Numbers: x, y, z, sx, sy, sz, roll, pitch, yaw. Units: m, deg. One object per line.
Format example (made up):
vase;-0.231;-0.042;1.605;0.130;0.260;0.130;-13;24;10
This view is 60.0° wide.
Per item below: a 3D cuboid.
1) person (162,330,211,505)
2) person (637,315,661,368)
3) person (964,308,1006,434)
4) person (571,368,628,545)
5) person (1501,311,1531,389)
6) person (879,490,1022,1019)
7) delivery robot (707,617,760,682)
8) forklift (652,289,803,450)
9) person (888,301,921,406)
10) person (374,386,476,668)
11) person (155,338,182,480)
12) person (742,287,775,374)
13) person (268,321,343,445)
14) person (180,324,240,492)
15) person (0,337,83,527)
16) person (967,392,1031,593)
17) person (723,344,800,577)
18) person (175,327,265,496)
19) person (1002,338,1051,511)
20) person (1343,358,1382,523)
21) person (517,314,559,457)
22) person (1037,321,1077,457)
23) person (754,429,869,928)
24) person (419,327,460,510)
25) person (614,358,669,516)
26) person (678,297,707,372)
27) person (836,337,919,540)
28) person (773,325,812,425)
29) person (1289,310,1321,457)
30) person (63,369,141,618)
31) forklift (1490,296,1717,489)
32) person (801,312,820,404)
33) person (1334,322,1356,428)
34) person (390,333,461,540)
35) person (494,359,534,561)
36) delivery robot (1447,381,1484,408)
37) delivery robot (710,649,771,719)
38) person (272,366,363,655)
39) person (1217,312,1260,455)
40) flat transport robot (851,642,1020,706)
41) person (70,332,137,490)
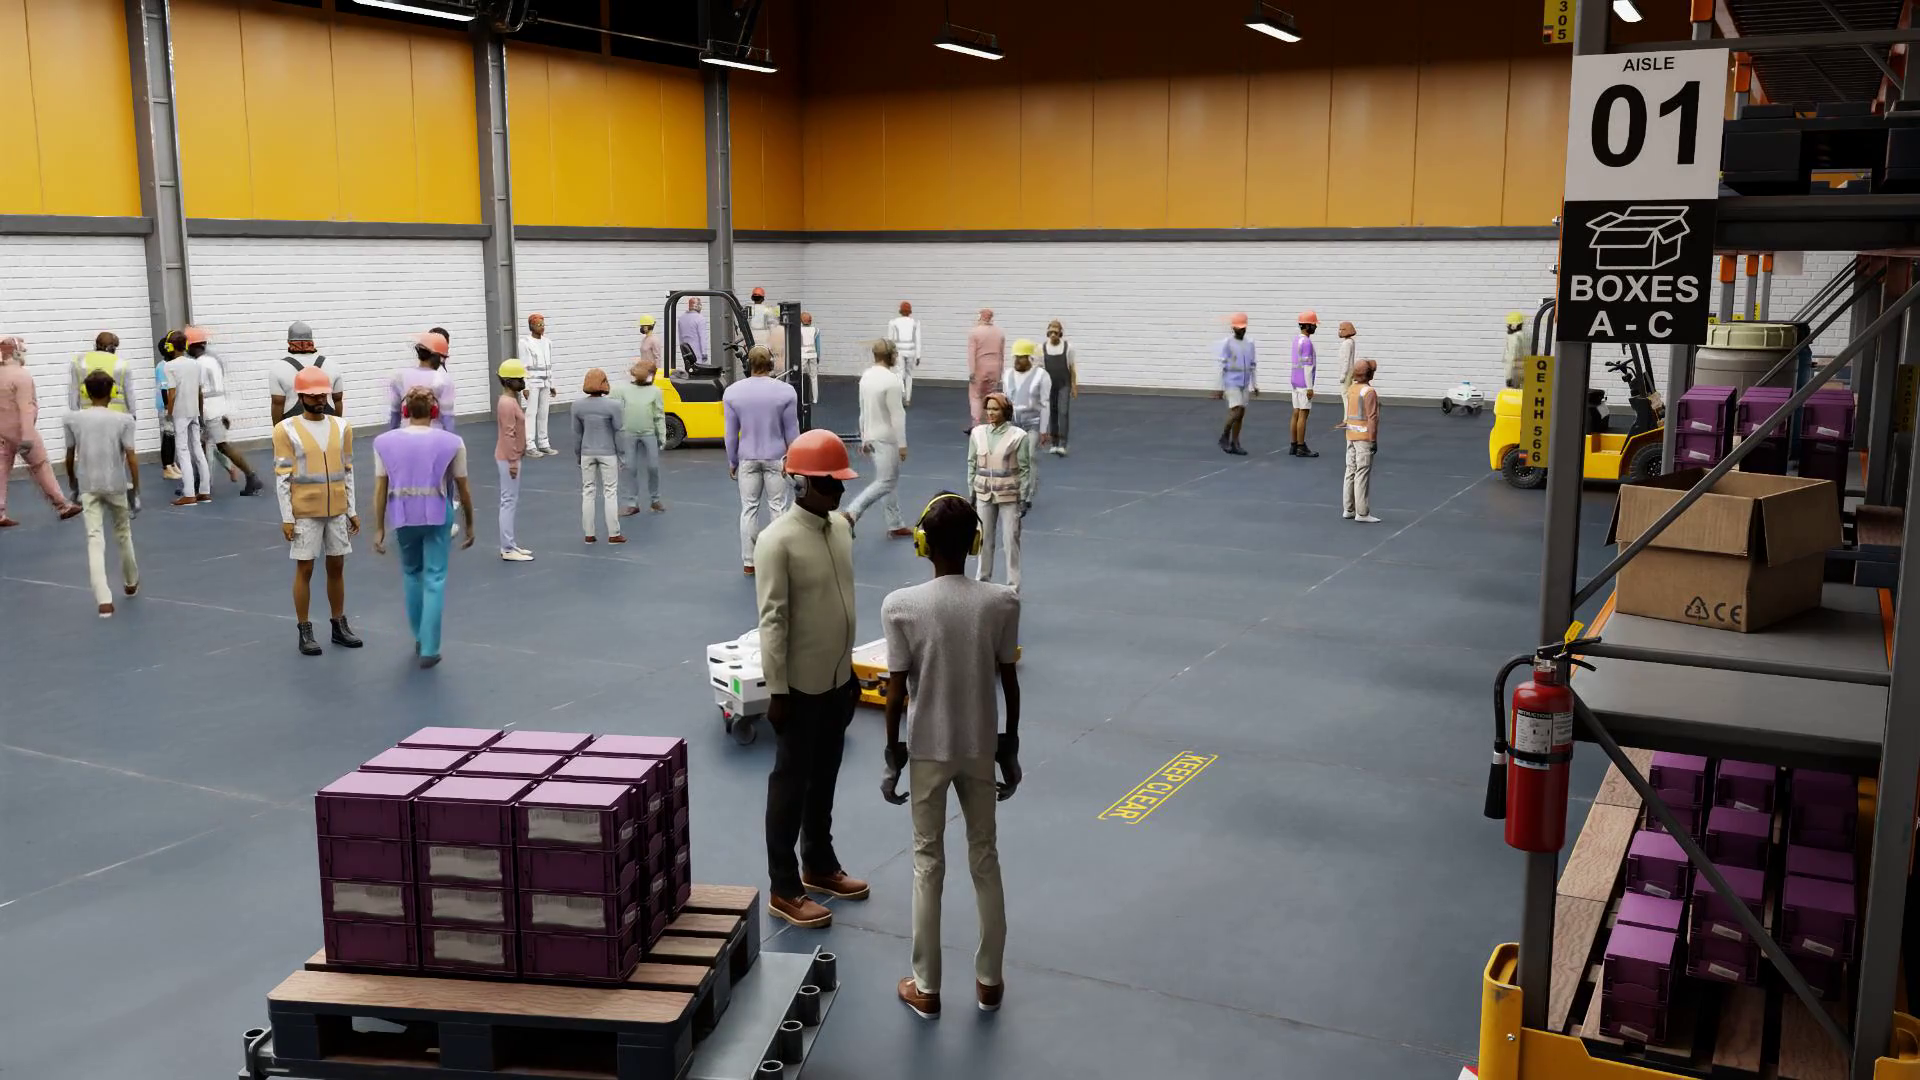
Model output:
person;-8.283;-1.298;17.755;0.311;1.864;0.533;3;10;19
person;-4.662;-2.494;24.961;0.329;1.767;0.529;-6;12;-33
person;0.390;-2.504;24.741;0.672;1.868;0.464;-6;11;-29
person;-3.325;-0.768;15.348;0.500;1.636;0.282;2;10;9
person;8.300;-2.499;24.834;0.443;1.818;0.616;9;13;41
person;-0.031;0.753;5.858;0.513;1.875;0.328;-2;10;-14
delivery robot;-1.125;0.689;9.767;0.707;0.478;0.477;-9;13;-41
forklift;-3.358;-2.392;23.136;2.313;2.155;1.214;-1;10;-5
person;-0.955;-3.242;29.033;0.578;1.861;0.785;-2;10;-11
person;-3.520;-0.111;11.005;0.606;1.811;0.836;-1;10;-7
person;-9.384;-1.566;19.782;0.318;1.698;0.539;-2;10;-13
person;-3.838;-3.802;31.735;0.614;2.042;0.373;0;10;-1
person;-6.316;-1.089;16.038;0.684;2.000;0.535;-8;12;-38
person;-8.486;-1.493;18.794;0.663;1.908;0.827;4;11;23
person;-9.250;-1.073;16.471;0.646;1.863;0.965;4;11;23
person;0.295;-0.308;12.671;0.515;1.641;0.314;5;11;27
person;-1.637;-0.652;13.805;0.631;1.940;0.372;0;10;1
person;-8.202;-1.409;18.353;0.978;1.887;0.538;-2;10;-9
person;0.678;-1.202;17.354;0.593;1.817;0.455;6;11;31
person;4.024;-0.998;16.654;0.309;1.645;0.515;-2;10;-14
person;-5.575;-2.039;21.995;0.356;1.882;0.574;5;11;28
person;1.260;-1.990;21.996;0.525;1.786;0.941;2;10;12
person;-0.582;0.543;6.725;0.395;1.990;0.625;5;11;26
person;-5.496;-1.266;17.435;0.395;1.913;0.587;-2;10;-9
person;-3.280;-1.053;17.072;0.581;1.618;0.343;-3;10;-17
person;-4.692;-3.342;29.481;0.644;1.903;0.399;8;13;40
person;-0.766;-0.923;15.449;0.830;1.920;0.637;-5;11;-27
person;-2.754;-2.687;25.744;0.936;1.894;0.604;-8;12;-38
person;4.559;-2.065;21.981;0.354;1.939;0.544;-1;10;-7
person;-6.450;-0.375;12.545;0.515;1.816;1.007;-4;11;-21
forklift;7.296;-1.677;18.993;2.313;2.155;1.214;5;11;27
person;-2.720;-3.221;29.535;0.515;1.641;0.309;-5;11;-26
person;5.947;-2.544;25.633;0.269;1.632;0.509;4;11;22
person;-4.840;-0.869;14.987;0.711;1.971;1.019;1;10;7
person;-3.914;-0.702;14.591;0.331;1.768;0.526;-2;10;-14
delivery robot;8.406;-2.398;27.638;0.477;0.478;0.707;-2;10;-12
delivery robot;-1.025;0.773;9.284;0.707;0.478;0.477;-7;12;-34
person;-4.310;-0.204;11.209;0.359;1.938;0.545;9;13;41
person;3.699;-2.067;22.066;0.548;1.915;0.414;-7;12;-34
flat transport robot;-0.256;0.762;10.440;0.652;0.197;1.431;6;11;31
person;-9.627;-1.425;18.706;0.664;1.804;0.539;-4;10;-20
